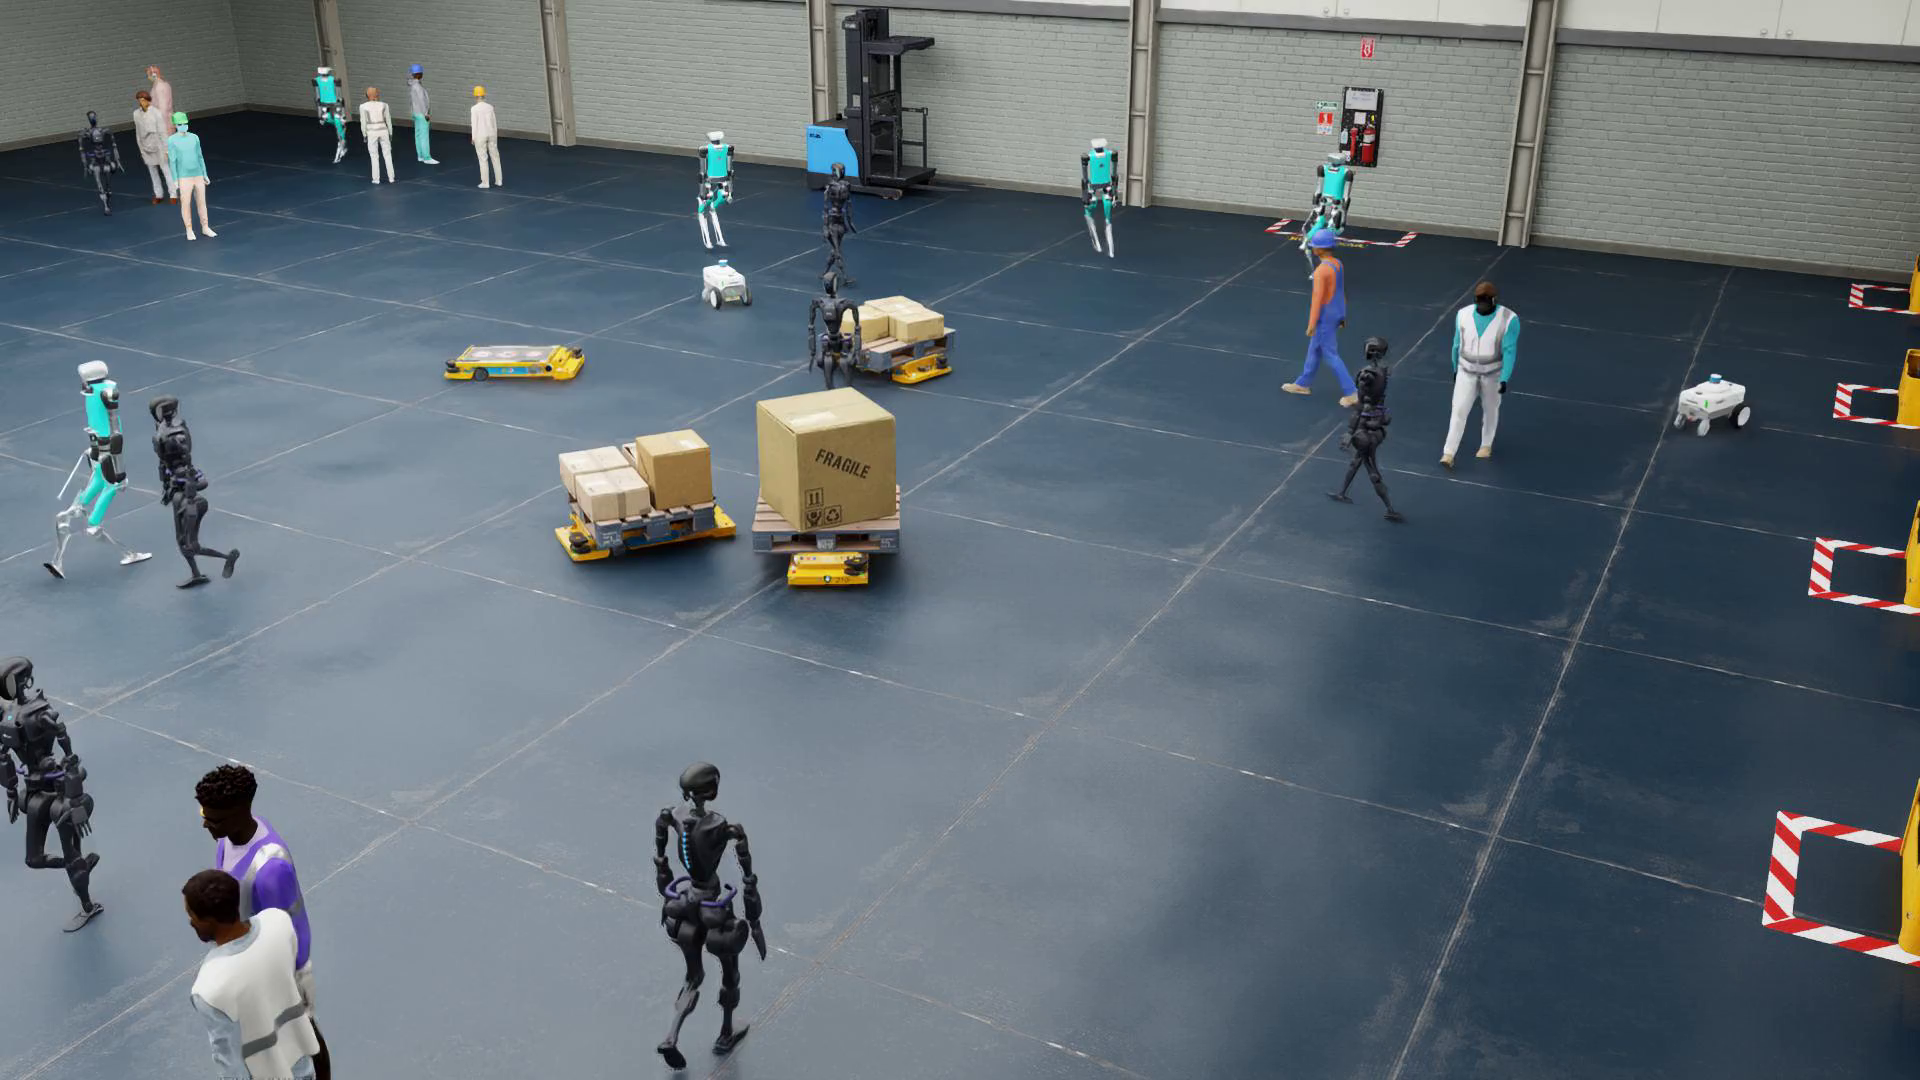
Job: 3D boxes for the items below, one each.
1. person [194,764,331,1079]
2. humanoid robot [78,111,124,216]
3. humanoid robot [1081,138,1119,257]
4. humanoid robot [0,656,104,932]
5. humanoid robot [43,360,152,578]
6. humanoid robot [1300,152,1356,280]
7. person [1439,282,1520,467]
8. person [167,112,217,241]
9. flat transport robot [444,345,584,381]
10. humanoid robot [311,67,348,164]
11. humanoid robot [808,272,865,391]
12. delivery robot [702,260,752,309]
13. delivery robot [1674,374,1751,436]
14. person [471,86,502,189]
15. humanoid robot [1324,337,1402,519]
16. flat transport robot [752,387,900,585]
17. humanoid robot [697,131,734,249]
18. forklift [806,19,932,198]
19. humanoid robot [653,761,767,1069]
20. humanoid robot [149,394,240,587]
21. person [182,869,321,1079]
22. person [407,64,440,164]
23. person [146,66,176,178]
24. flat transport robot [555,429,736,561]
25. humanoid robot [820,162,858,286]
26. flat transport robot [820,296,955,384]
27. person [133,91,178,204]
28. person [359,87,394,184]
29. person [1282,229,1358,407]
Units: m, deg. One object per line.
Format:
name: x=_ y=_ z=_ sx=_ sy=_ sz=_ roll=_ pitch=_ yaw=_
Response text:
person: x=-3.184 y=1.880 z=7.653 sx=0.372 sy=1.959 sz=0.602 roll=-18 pitch=29 yaw=-36
humanoid robot: x=-13.631 y=-5.986 z=26.393 sx=0.596 sy=1.632 sz=0.793 roll=-17 pitch=28 yaw=-34
humanoid robot: x=1.929 y=-4.860 z=23.704 sx=0.587 sy=1.814 sz=0.890 roll=-4 pitch=23 yaw=-8
humanoid robot: x=-4.984 y=1.373 z=9.194 sx=0.591 sy=1.646 sz=0.451 roll=8 pitch=24 yaw=17
humanoid robot: x=-7.215 y=-0.508 z=13.540 sx=0.548 sy=1.795 sz=0.914 roll=22 pitch=31 yaw=40
humanoid robot: x=4.843 y=-4.229 z=22.179 sx=0.546 sy=1.779 sz=0.900 roll=18 pitch=29 yaw=36
person: x=4.962 y=-1.568 z=15.887 sx=0.633 sy=1.791 sz=0.970 roll=13 pitch=26 yaw=27
person: x=-11.463 y=-5.423 z=24.754 sx=0.344 sy=1.873 sz=0.526 roll=20 pitch=30 yaw=38
flat transport robot: x=-5.038 y=-2.004 z=18.829 sx=1.431 sy=0.231 sz=0.659 roll=0 pitch=23 yaw=-1
humanoid robot: x=-11.481 y=-7.852 z=30.647 sx=0.531 sy=1.775 sz=1.020 roll=0 pitch=23 yaw=1
humanoid robot: x=-1.226 y=-1.913 z=16.855 sx=0.601 sy=1.632 sz=0.488 roll=6 pitch=24 yaw=13
delivery robot: x=-3.047 y=-3.317 z=21.512 sx=0.518 sy=0.586 sz=0.757 roll=-12 pitch=26 yaw=-25
delivery robot: x=7.718 y=-1.400 z=17.071 sx=0.808 sy=0.604 sz=0.499 roll=-15 pitch=28 yaw=-31
person: x=-8.084 y=-6.849 z=28.295 sx=0.324 sy=1.695 sz=0.482 roll=21 pitch=31 yaw=40
humanoid robot: x=3.649 y=-1.000 z=14.793 sx=0.821 sy=1.635 sz=0.601 roll=17 pitch=29 yaw=35
flat transport robot: x=-1.114 y=0.012 z=14.135 sx=0.659 sy=0.231 sz=1.431 roll=-1 pitch=23 yaw=-2
humanoid robot: x=-3.574 y=-5.056 z=23.903 sx=0.533 sy=1.677 sz=0.735 roll=-14 pitch=27 yaw=-29
forklift: x=-1.573 y=-7.292 z=27.850 sx=1.873 sy=2.768 sz=1.129 roll=12 pitch=26 yaw=25
humanoid robot: x=-1.262 y=1.847 z=8.086 sx=0.611 sy=1.633 sz=0.537 roll=10 pitch=25 yaw=21
humanoid robot: x=-6.169 y=-0.415 z=13.344 sx=0.590 sy=1.634 sz=0.481 roll=20 pitch=30 yaw=38
person: x=-3.033 y=2.183 z=7.021 sx=0.839 sy=1.885 sz=0.603 roll=7 pitch=24 yaw=15
person: x=-9.827 y=-7.767 z=30.336 sx=0.354 sy=1.776 sz=0.542 roll=-15 pitch=28 yaw=-31
person: x=-13.978 y=-7.343 z=29.190 sx=0.410 sy=1.904 sz=0.639 roll=-7 pitch=24 yaw=-15
flat transport robot: x=-2.753 y=-0.138 z=14.484 sx=1.431 sy=0.231 sz=0.659 roll=-11 pitch=26 yaw=-24
humanoid robot: x=-1.612 y=-4.241 z=22.296 sx=0.750 sy=1.633 sz=0.591 roll=16 pitch=28 yaw=33
flat transport robot: x=-0.833 y=-2.070 z=18.981 sx=1.431 sy=0.231 sz=0.659 roll=20 pitch=30 yaw=39
person: x=-13.107 y=-6.378 z=27.054 sx=0.508 sy=1.821 sz=0.366 roll=2 pitch=23 yaw=4
person: x=-10.026 y=-6.962 z=28.643 sx=0.520 sy=1.635 sz=0.312 roll=-13 pitch=26 yaw=-27
person: x=3.955 y=-2.360 z=17.654 sx=0.955 sy=1.860 sz=0.581 roll=16 pitch=28 yaw=33
